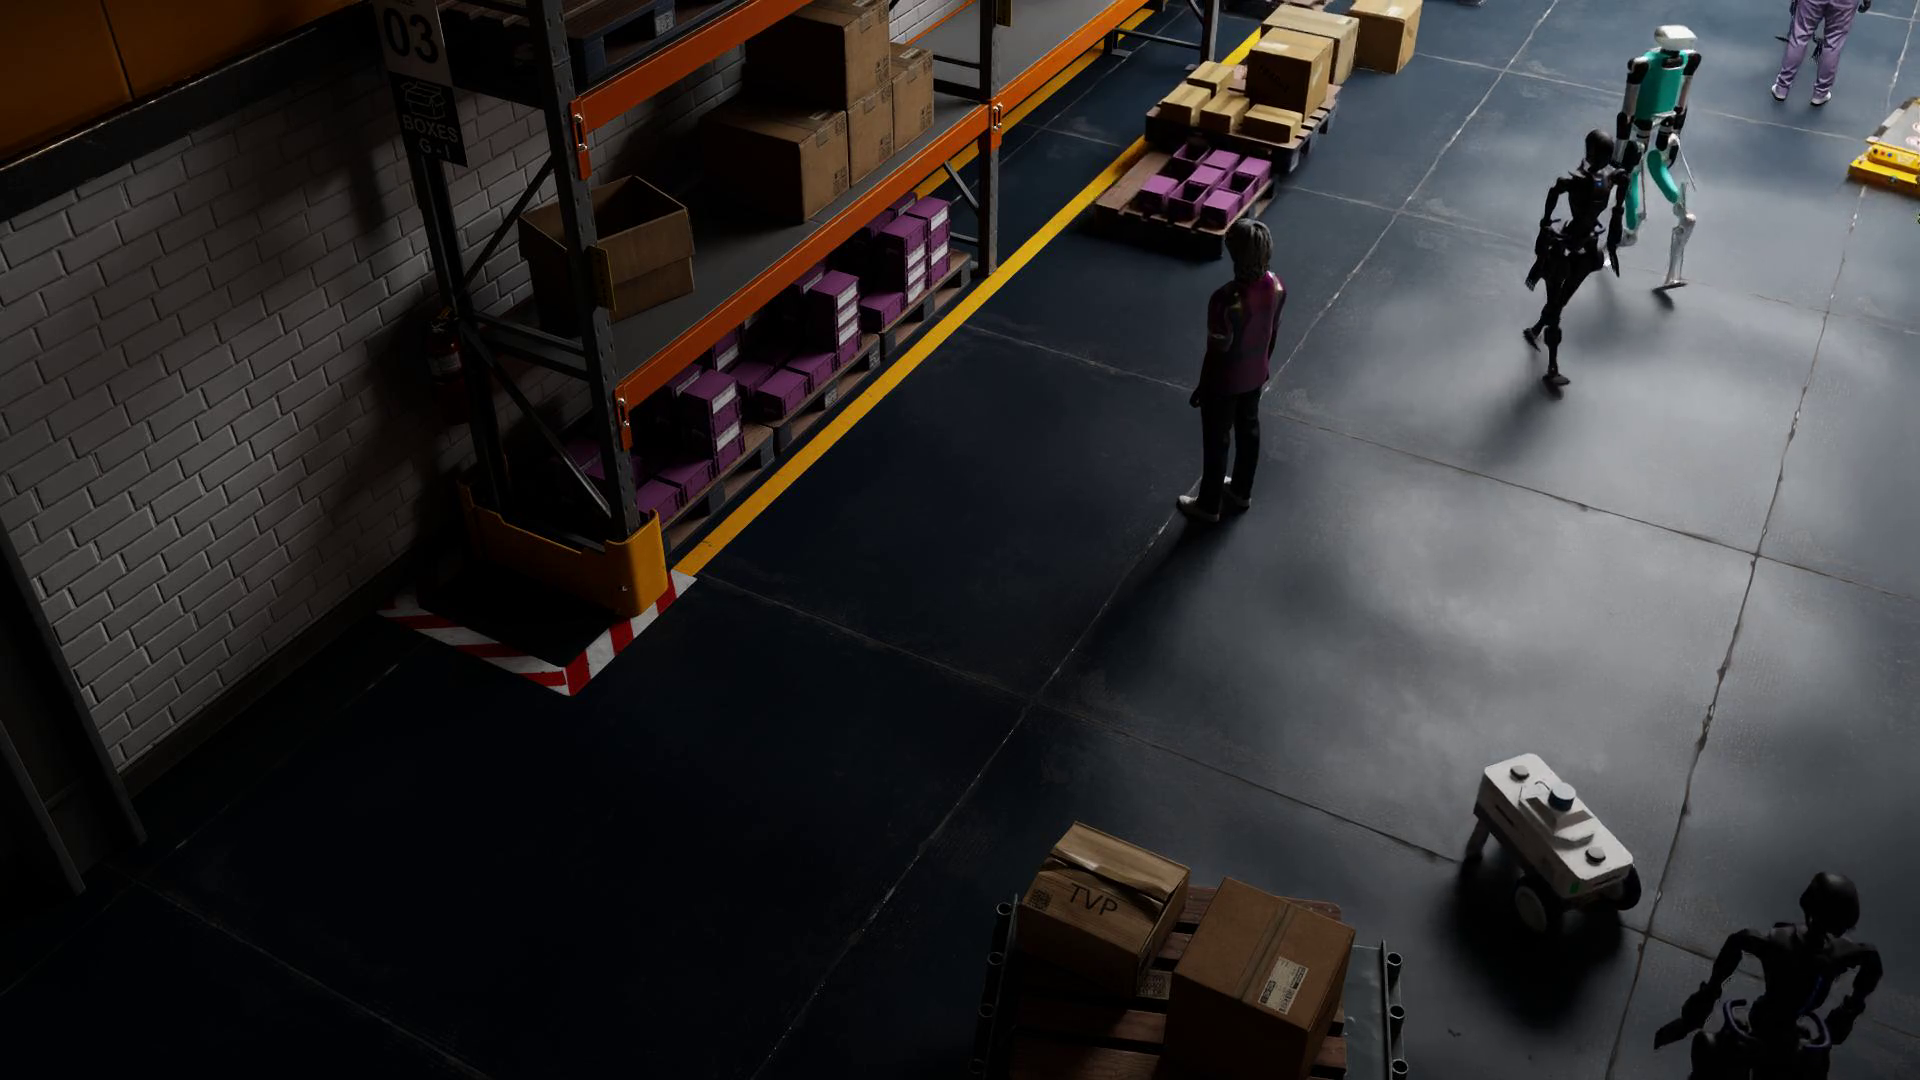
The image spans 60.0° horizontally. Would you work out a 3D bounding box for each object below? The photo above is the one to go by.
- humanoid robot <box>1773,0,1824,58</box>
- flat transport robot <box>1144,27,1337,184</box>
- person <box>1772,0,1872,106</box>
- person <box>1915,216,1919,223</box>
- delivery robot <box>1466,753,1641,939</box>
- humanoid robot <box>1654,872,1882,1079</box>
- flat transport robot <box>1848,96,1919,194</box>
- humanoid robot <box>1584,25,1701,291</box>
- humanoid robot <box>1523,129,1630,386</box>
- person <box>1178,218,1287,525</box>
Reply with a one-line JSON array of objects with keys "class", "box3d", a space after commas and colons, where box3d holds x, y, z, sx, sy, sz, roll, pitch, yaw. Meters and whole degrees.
[{"class": "humanoid robot", "box3d": [7.514, -5.042, 14.407, 0.608, 1.625, 0.592, -17, 42, -20]}, {"class": "flat transport robot", "box3d": [2.139, -3.046, 13.027, 0.659, 0.231, 1.431, 20, 43, 23]}, {"class": "person", "box3d": [7.104, -4.495, 13.530, 0.651, 1.905, 0.405, 16, 41, 19]}, {"class": "person", "box3d": [7.446, -3.097, 11.815, 0.801, 1.868, 0.562, -4, 39, -6]}, {"class": "delivery robot", "box3d": [2.603, 1.342, 7.325, 0.525, 0.610, 0.781, -14, 41, -17]}, {"class": "humanoid robot", "box3d": [2.809, 1.769, 5.883, 0.592, 1.657, 0.324, 4, 39, 5]}, {"class": "flat transport robot", "box3d": [7.586, -3.109, 13.106, 0.659, 0.231, 1.431, 28, 46, 30]}, {"class": "humanoid robot", "box3d": [4.761, -2.466, 11.162, 0.535, 1.775, 0.997, -13, 41, -16]}, {"class": "humanoid robot", "box3d": [3.859, -1.785, 10.360, 0.600, 1.627, 0.760, -7, 39, -9]}, {"class": "person", "box3d": [1.494, -0.910, 9.092, 0.522, 1.846, 0.333, -22, 44, -25]}]
